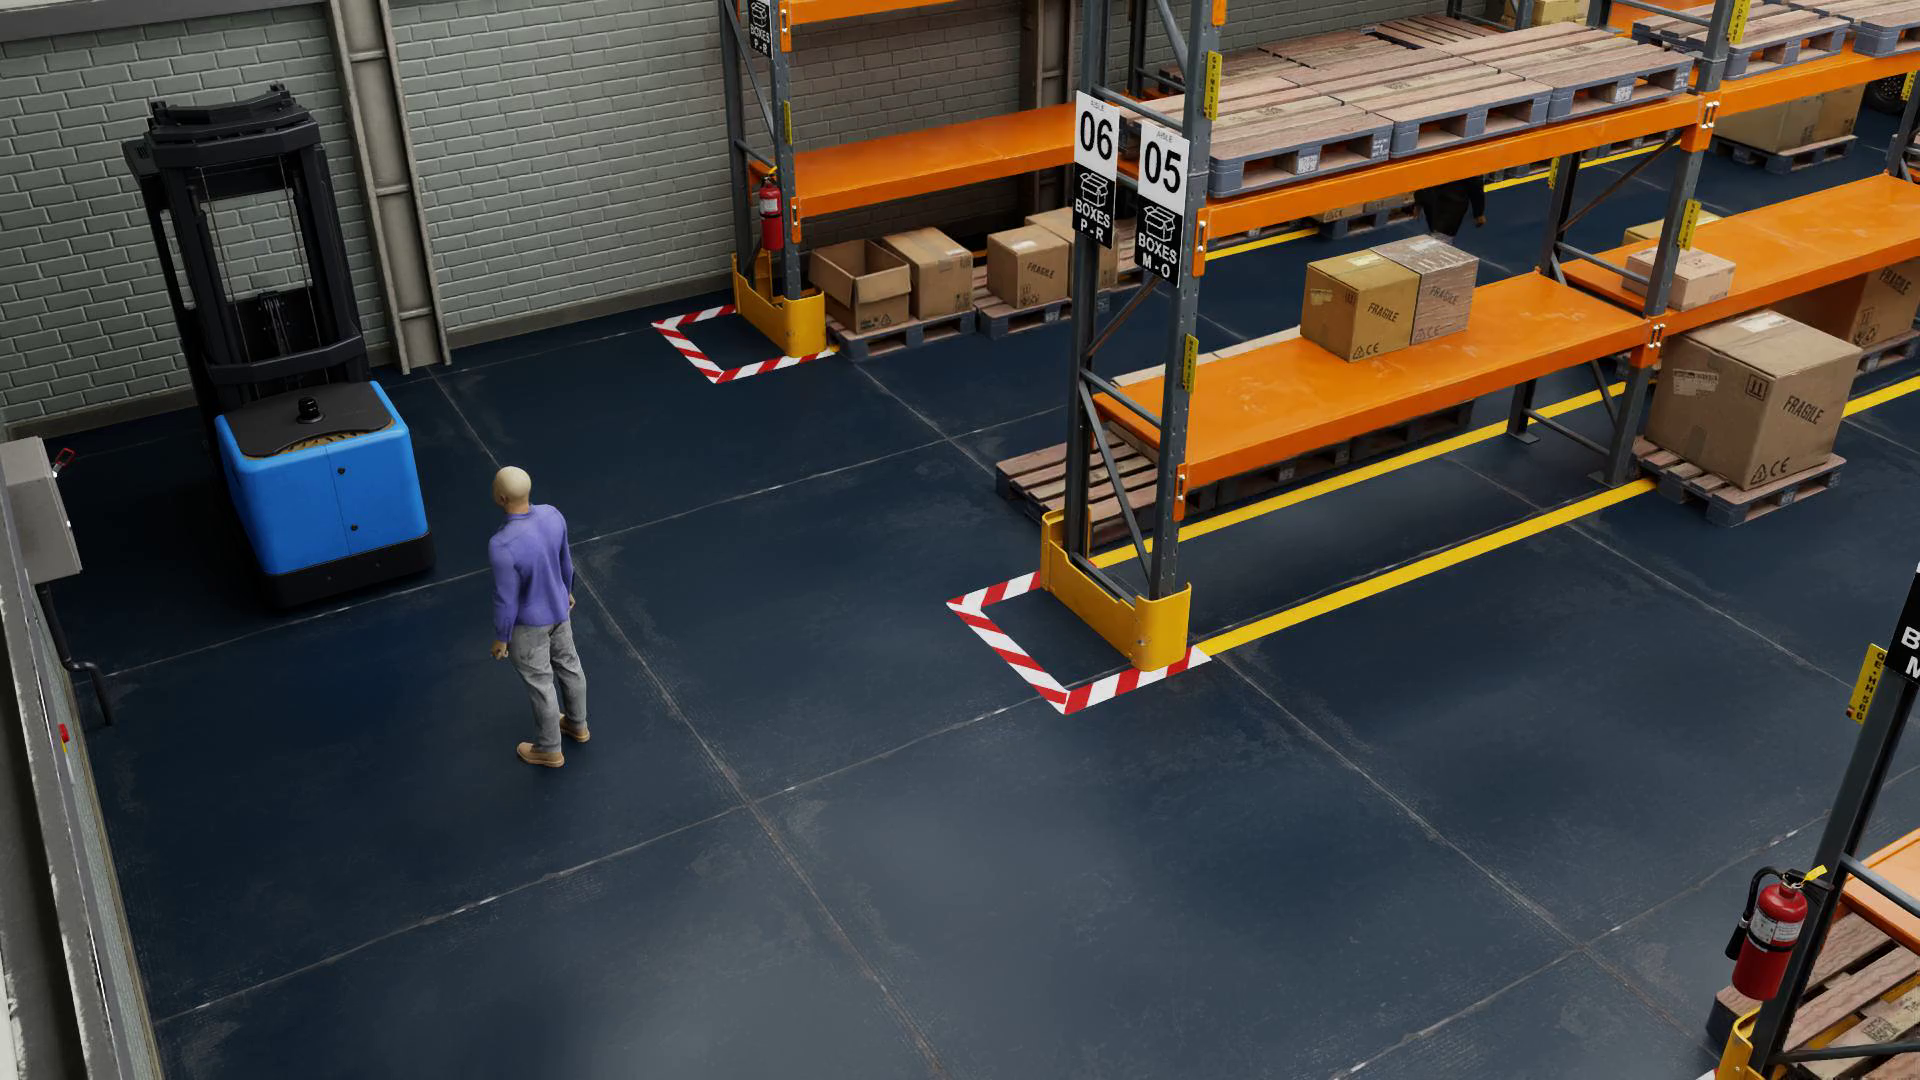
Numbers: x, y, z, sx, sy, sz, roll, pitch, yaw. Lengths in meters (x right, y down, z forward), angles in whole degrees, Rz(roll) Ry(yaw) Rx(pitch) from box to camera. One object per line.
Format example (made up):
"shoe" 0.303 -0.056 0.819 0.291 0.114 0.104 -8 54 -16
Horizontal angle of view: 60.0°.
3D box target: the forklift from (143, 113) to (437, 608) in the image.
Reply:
"forklift" -4.289 -1.259 10.509 1.129 2.768 1.873 -17 36 -26

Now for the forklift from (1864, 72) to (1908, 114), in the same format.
"forklift" 11.468 -5.645 18.244 1.214 2.155 2.313 -17 36 -26

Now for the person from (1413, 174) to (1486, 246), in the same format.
"person" 4.174 -2.830 14.055 0.988 1.799 0.568 -19 37 -28

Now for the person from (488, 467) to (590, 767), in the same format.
"person" -2.233 0.411 8.823 0.396 1.799 0.586 16 35 24
